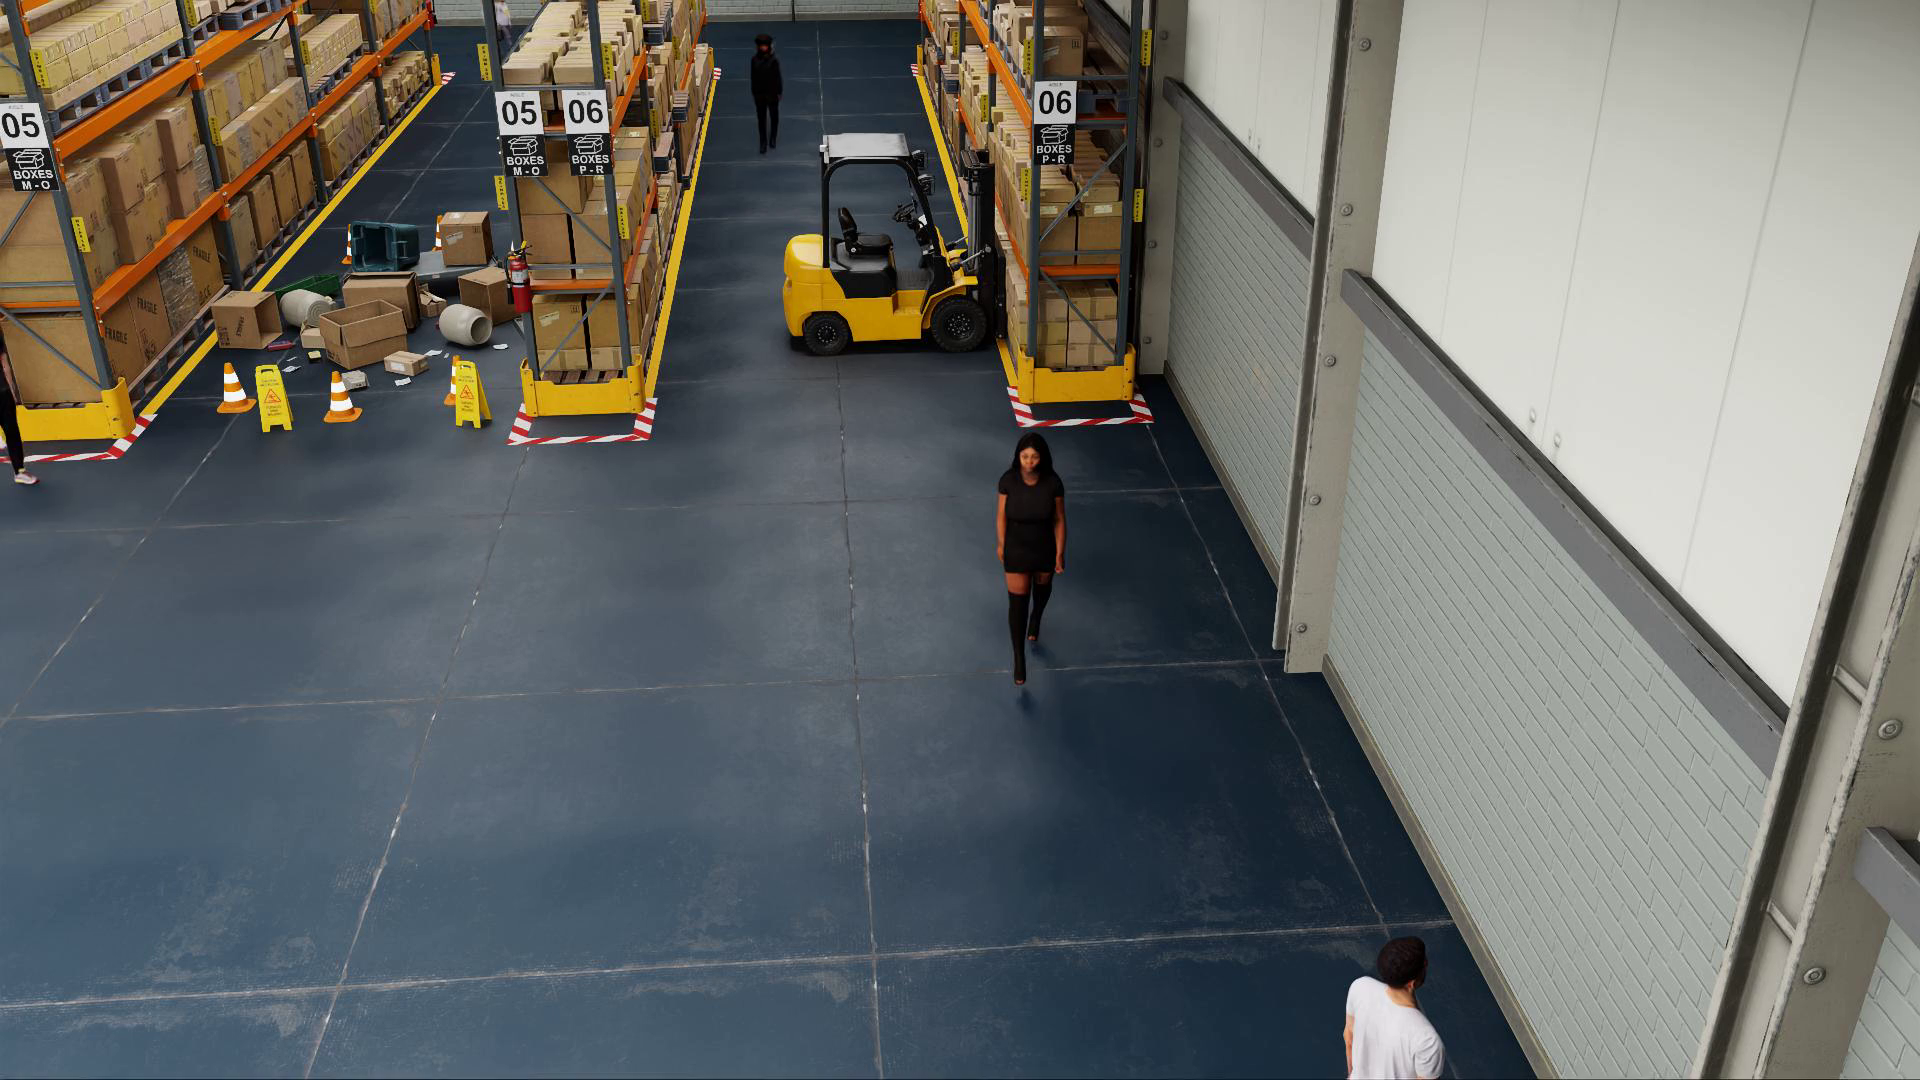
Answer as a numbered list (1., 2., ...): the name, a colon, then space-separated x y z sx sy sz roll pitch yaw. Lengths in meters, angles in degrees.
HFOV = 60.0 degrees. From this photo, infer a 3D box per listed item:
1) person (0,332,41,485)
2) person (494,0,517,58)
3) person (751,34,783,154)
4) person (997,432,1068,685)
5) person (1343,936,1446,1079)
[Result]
1. person: -8.698 -1.307 14.819 0.957 1.747 0.942 14 30 25
2. person: -8.894 -9.956 32.155 0.707 1.252 0.896 5 28 9
3. person: -2.987 -6.939 25.743 0.673 1.760 0.982 -1 27 -1
4. person: 0.531 0.058 12.108 0.782 1.801 1.176 2 27 4
5. person: 1.869 2.492 7.322 0.826 1.856 0.687 -16 31 -28
